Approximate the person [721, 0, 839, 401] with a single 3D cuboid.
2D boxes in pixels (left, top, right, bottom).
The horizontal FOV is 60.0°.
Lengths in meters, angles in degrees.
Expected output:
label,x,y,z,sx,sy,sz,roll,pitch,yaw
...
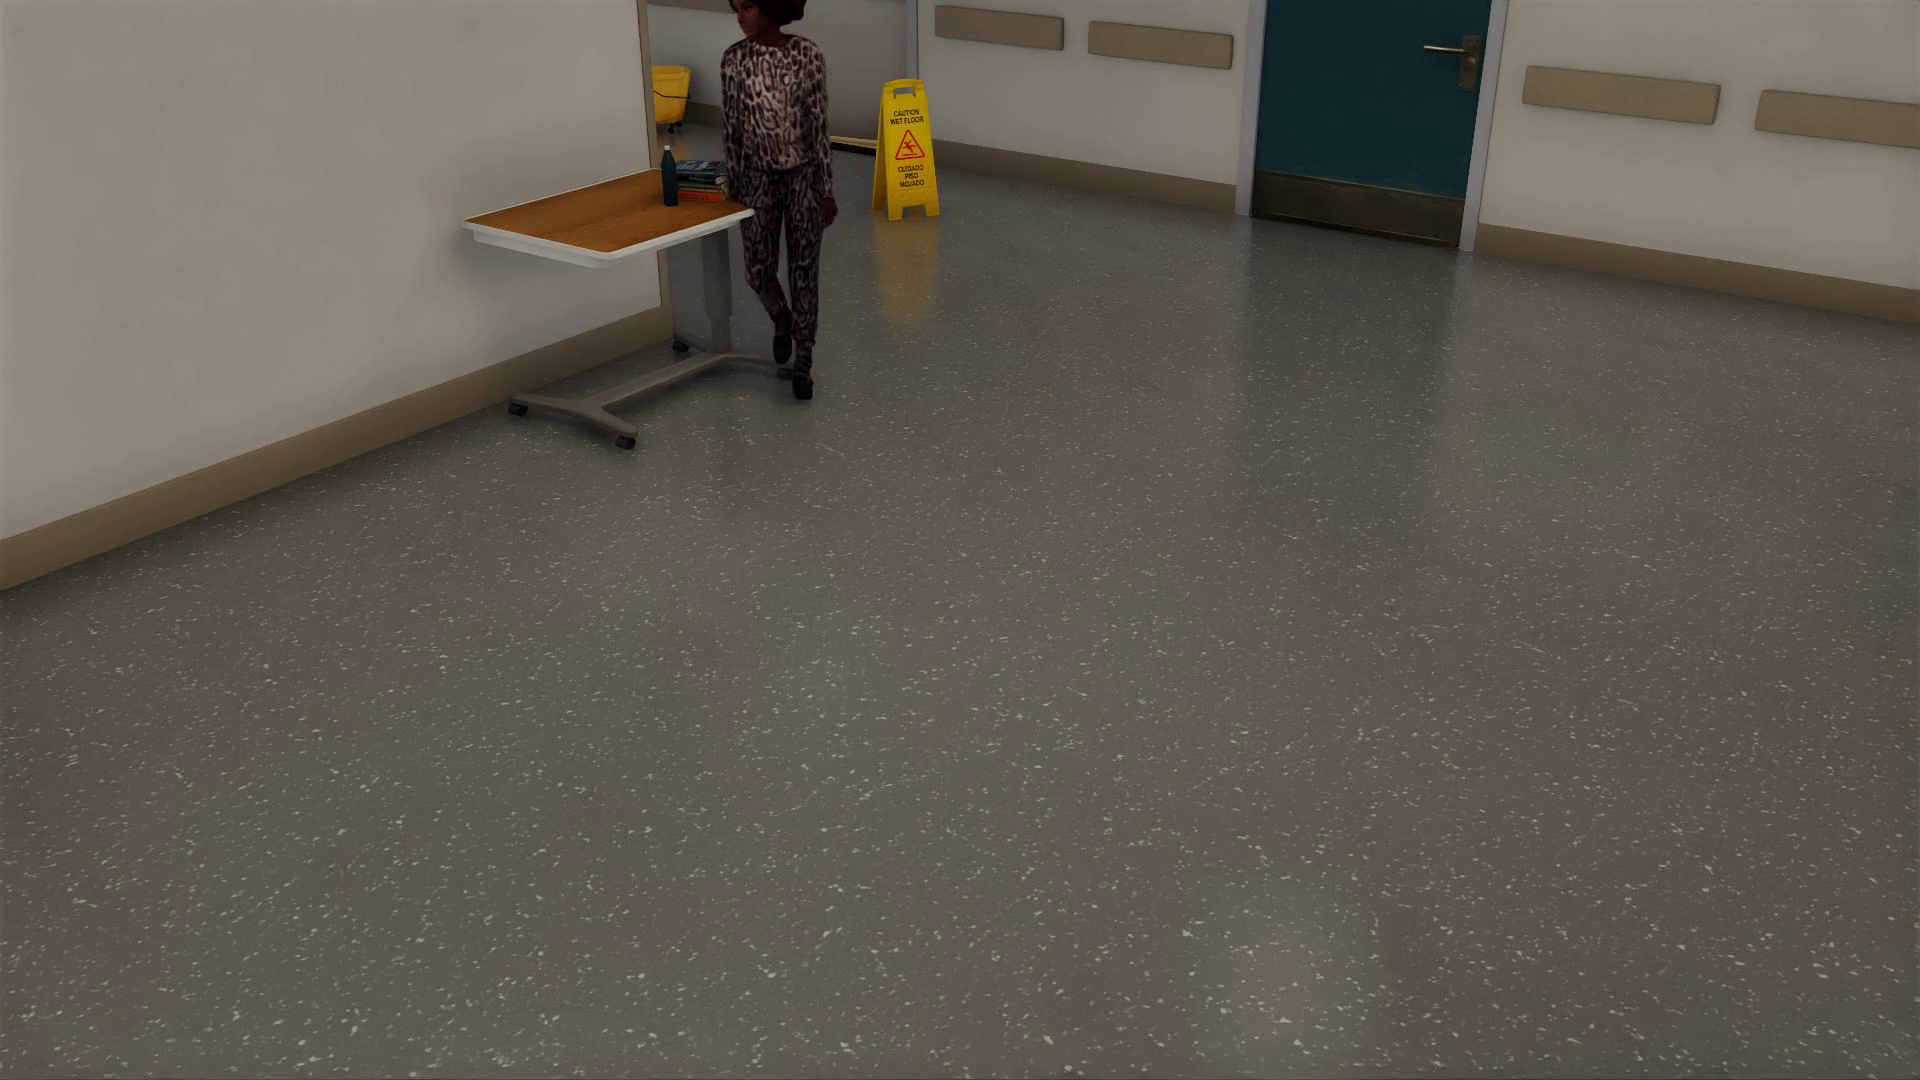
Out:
label,x,y,z,sx,sy,sz,roll,pitch,yaw
person,-0.716,-1.436,6.739,0.802,1.702,0.852,-2,26,-5
